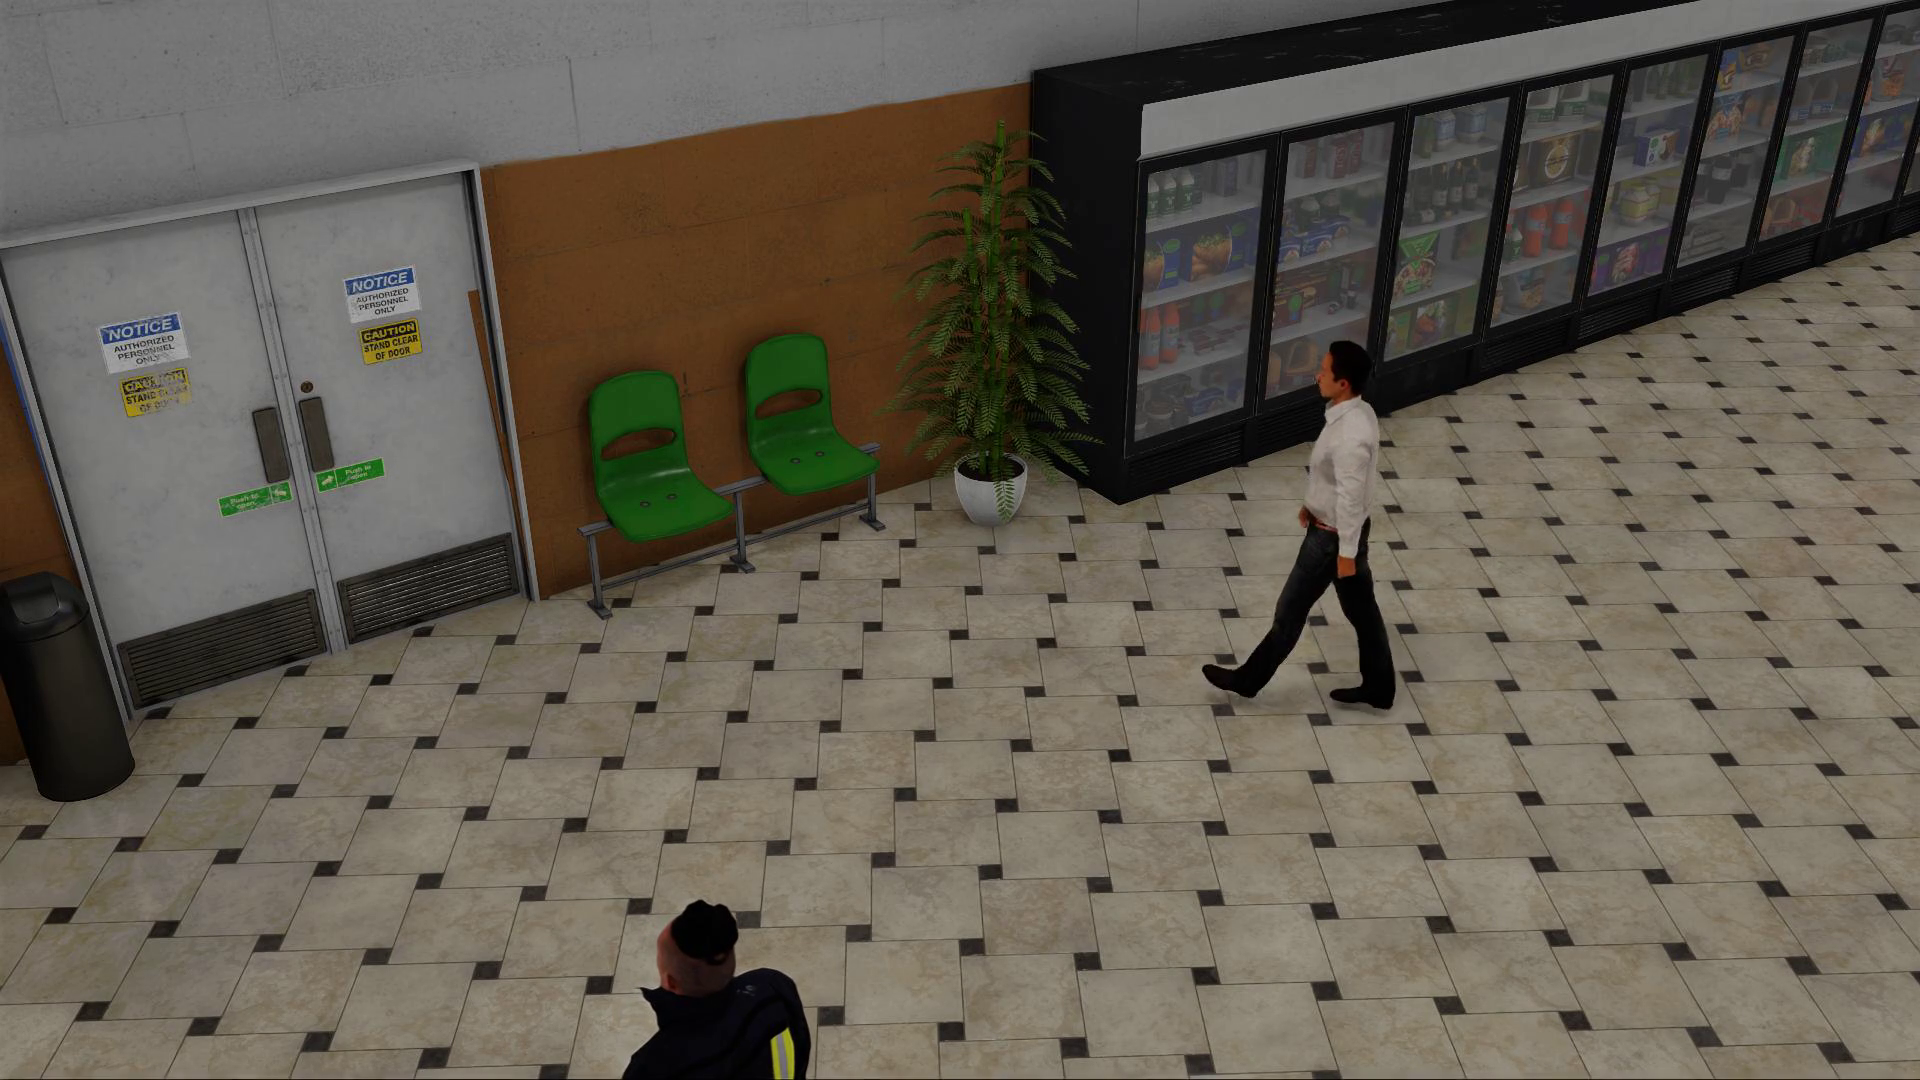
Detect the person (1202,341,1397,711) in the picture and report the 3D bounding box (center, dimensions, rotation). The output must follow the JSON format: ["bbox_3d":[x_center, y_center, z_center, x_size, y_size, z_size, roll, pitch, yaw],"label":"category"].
[{"bbox_3d":[1.756,0.009,7.323,1.207,1.767,1.105,7,29,12],"label":"person"}]

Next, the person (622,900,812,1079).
[{"bbox_3d":[-0.615,1.634,4.249,0.787,1.861,0.819,22,35,34],"label":"person"}]
